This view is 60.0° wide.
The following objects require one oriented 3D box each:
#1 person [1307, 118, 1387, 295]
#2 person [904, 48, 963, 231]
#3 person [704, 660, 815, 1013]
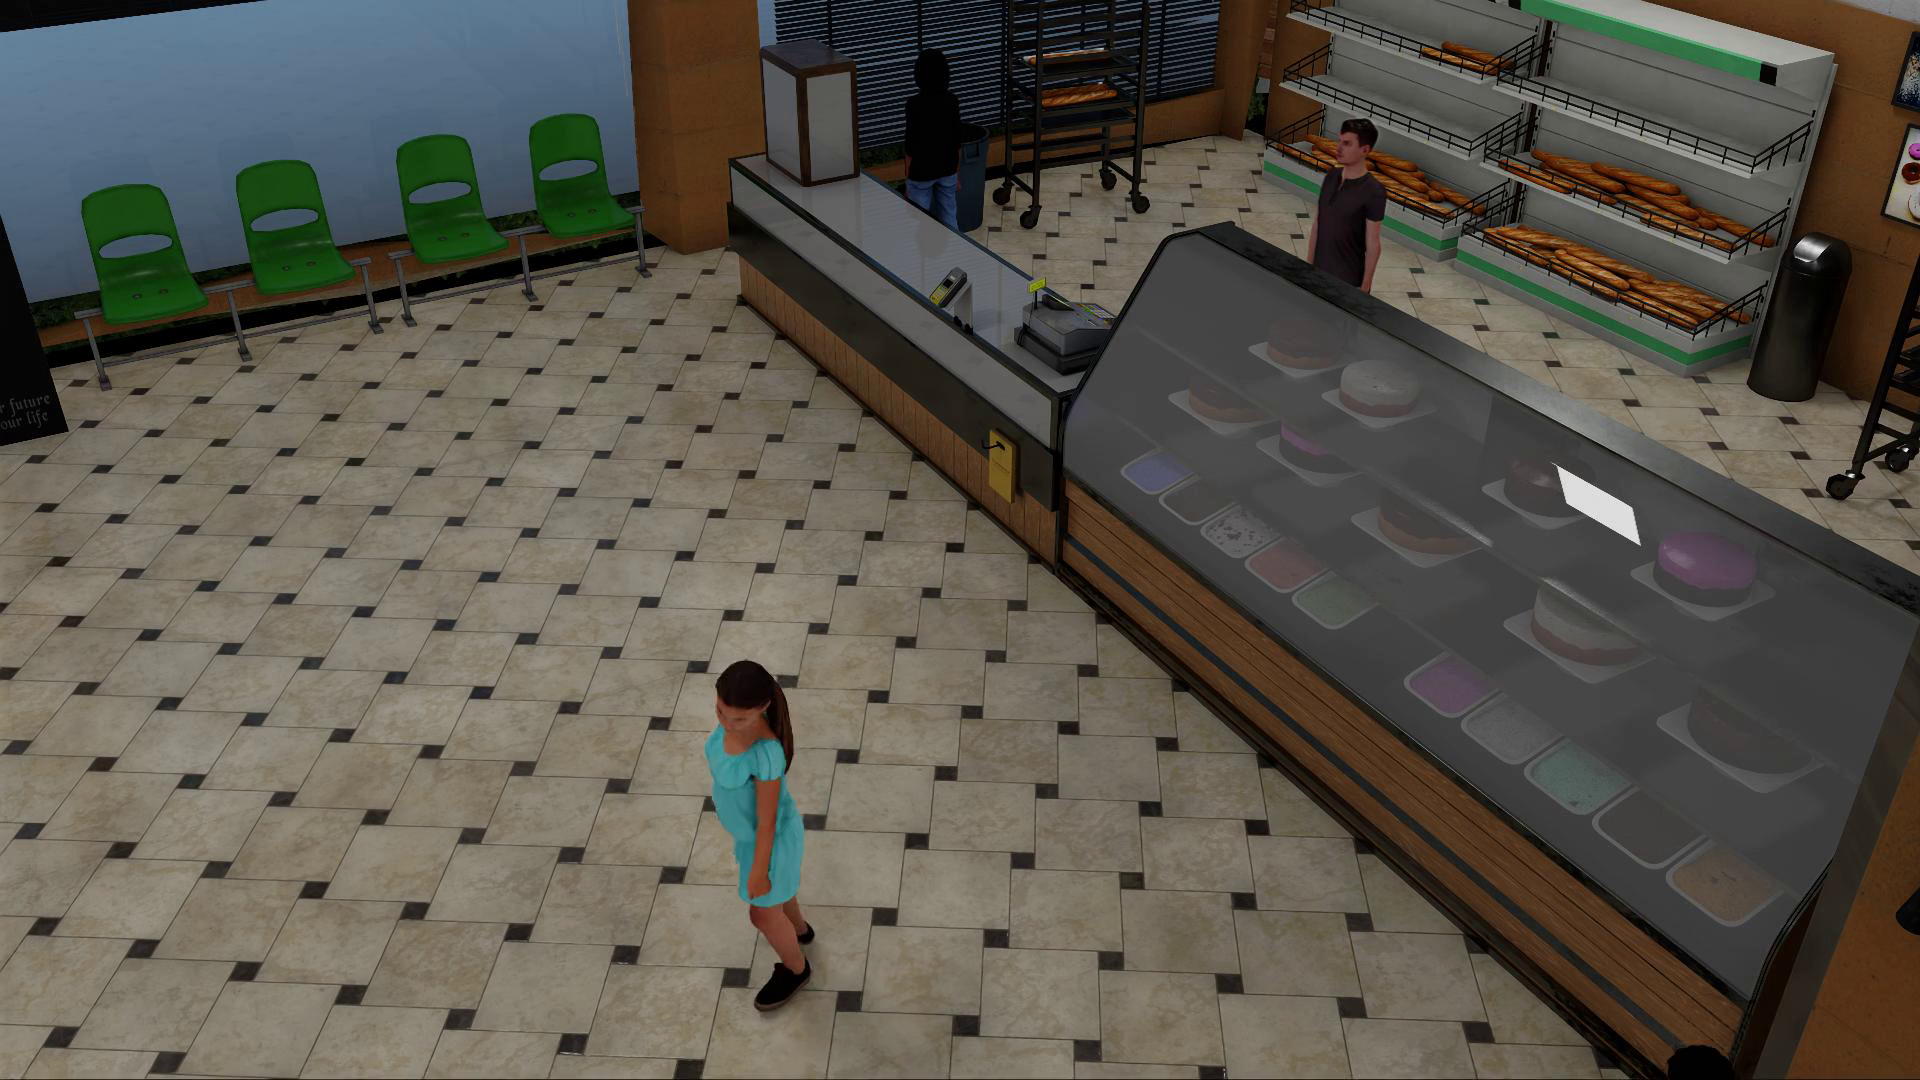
[{"bbox_3d":[2.135,-1.454,9.329,0.516,1.852,0.649,-17,36,-25],"label":"person"},{"bbox_3d":[-0.181,-2.395,10.983,0.510,1.702,0.648,-12,34,-19],"label":"person"},{"bbox_3d":[-0.648,0.978,5.726,0.665,1.529,0.770,-3,32,-5],"label":"person"}]
